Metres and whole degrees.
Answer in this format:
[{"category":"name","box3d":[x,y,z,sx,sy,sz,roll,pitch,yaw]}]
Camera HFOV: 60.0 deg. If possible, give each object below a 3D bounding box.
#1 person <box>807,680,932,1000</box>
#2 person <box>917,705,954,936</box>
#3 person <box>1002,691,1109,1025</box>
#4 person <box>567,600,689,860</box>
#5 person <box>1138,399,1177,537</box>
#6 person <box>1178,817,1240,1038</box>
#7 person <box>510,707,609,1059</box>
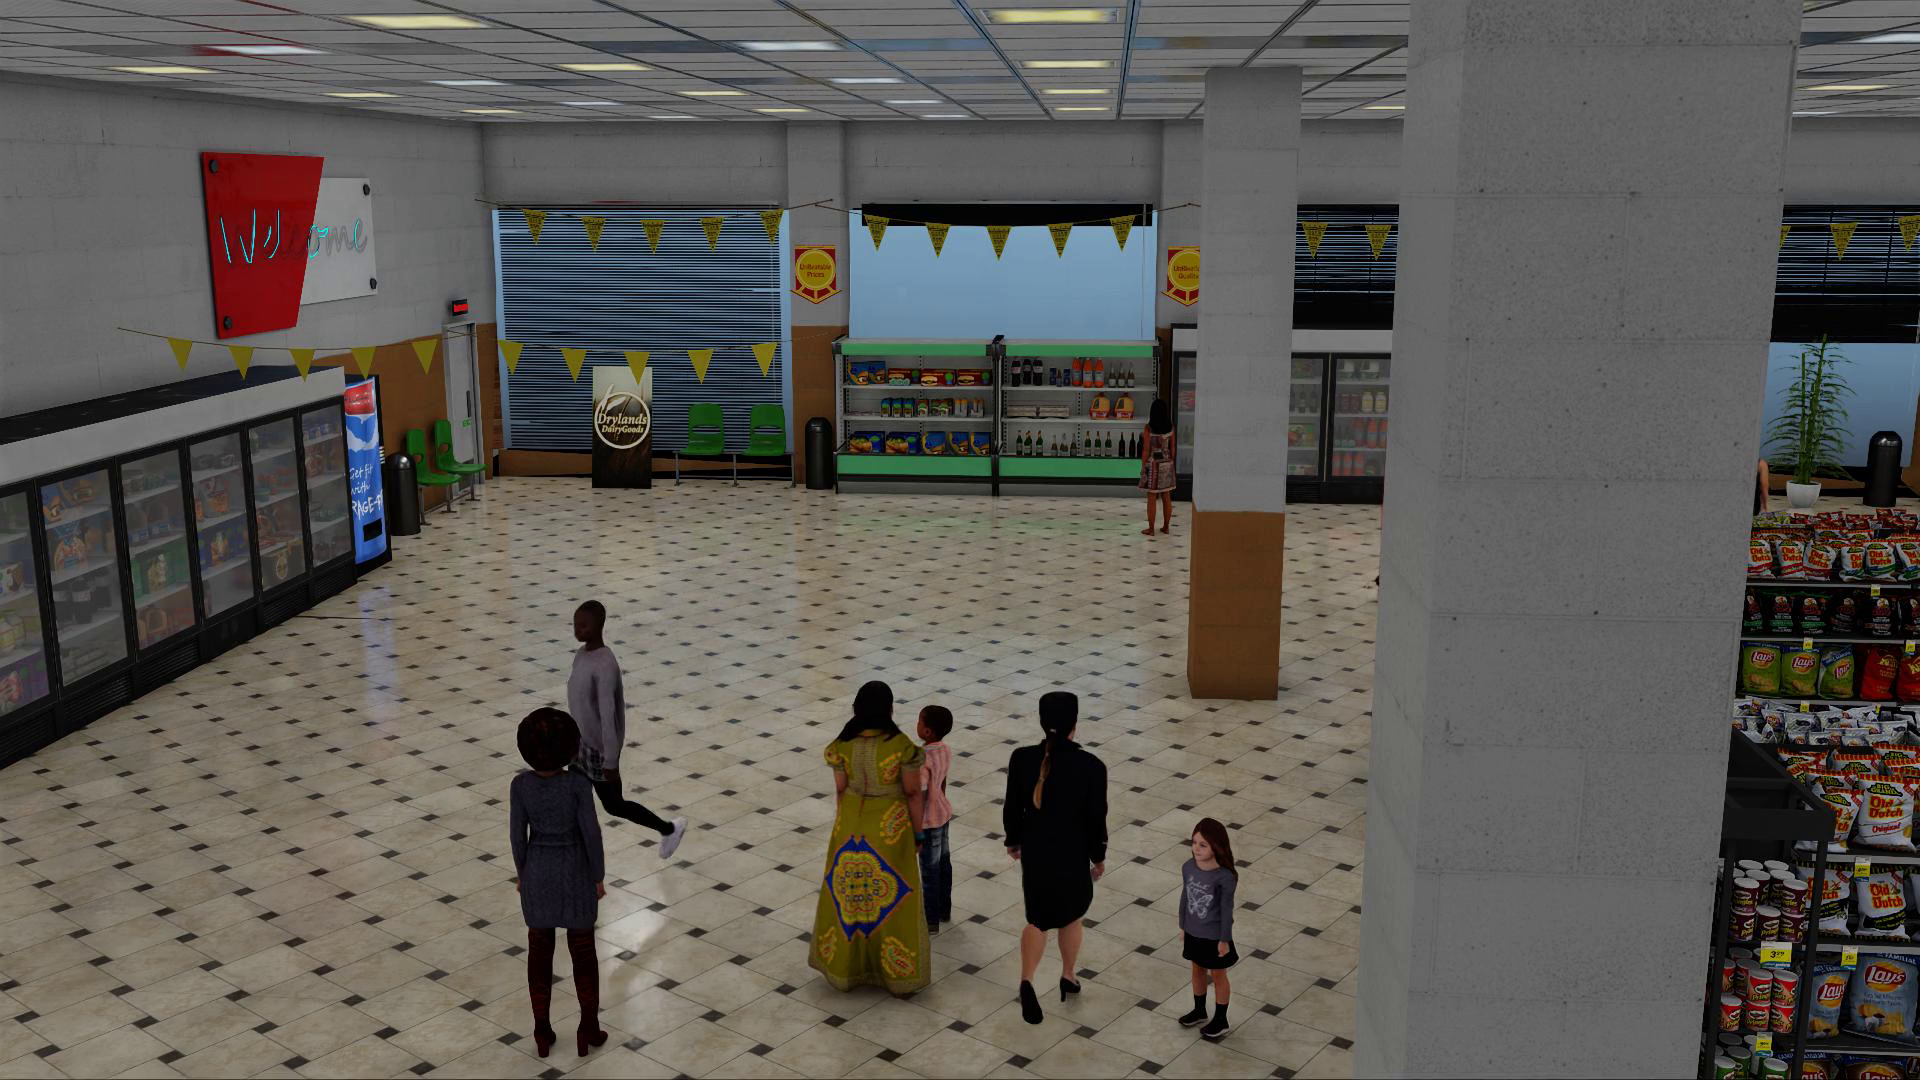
[{"category":"person","box3d":[-0.435,1.524,8.532,0.744,1.654,0.947,3,12,12]},{"category":"person","box3d":[-0.155,1.544,9.278,0.584,1.307,0.564,5,13,24]},{"category":"person","box3d":[0.441,1.597,8.196,0.980,1.649,0.908,4,13,19]},{"category":"person","box3d":[-2.033,1.209,9.801,1.163,1.748,1.042,-7,14,-31]},{"category":"person","box3d":[2.380,-0.882,19.977,0.642,1.645,0.784,-5,13,-22]},{"category":"person","box3d":[1.225,1.883,8.155,0.585,1.107,0.514,-12,17,-44]},{"category":"person","box3d":[-1.910,1.627,7.905,0.448,1.711,0.637,1,12,4]}]
